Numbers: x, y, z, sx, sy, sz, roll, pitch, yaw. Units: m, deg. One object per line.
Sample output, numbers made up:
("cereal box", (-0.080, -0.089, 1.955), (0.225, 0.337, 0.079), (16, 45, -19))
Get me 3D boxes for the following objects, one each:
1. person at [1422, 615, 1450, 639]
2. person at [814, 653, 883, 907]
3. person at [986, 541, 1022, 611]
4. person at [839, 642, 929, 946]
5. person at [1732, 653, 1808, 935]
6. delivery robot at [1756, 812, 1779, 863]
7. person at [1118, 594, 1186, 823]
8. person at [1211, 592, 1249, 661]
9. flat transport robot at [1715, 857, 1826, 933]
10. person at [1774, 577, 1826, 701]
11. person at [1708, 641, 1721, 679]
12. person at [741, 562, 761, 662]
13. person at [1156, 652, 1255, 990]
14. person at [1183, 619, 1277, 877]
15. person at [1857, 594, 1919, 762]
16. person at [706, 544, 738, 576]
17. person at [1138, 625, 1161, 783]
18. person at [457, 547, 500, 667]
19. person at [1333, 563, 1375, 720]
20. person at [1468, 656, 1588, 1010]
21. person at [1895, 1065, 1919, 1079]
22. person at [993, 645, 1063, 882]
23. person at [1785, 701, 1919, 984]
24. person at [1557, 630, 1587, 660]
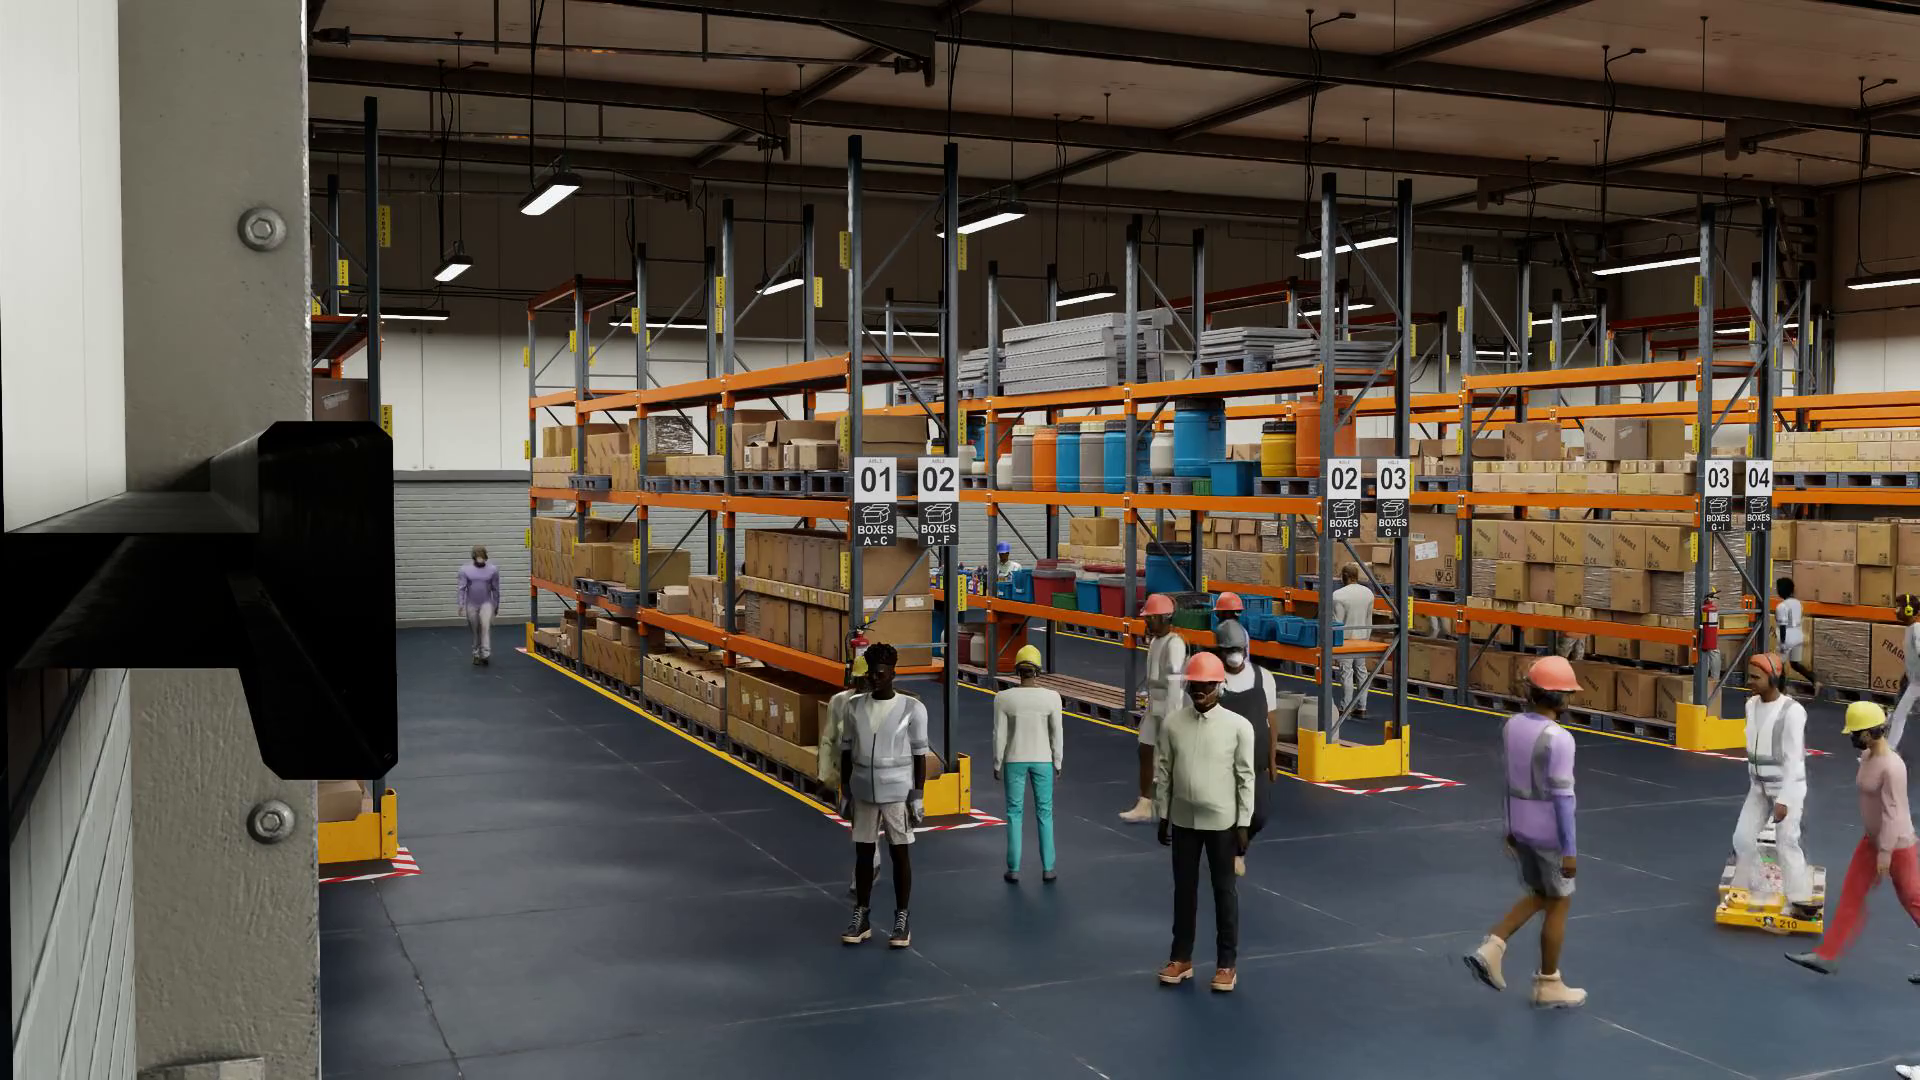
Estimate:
("person", (7.591, 1.019, 28.627), (0.589, 1.915, 0.566), (0, 2, -12))
("person", (-0.700, 1.685, 12.985), (0.594, 1.787, 0.954), (1, 2, 20))
("person", (0.706, 0.993, 28.847), (0.614, 1.945, 0.403), (0, 2, 6))
("person", (-0.508, 1.642, 11.661), (0.603, 1.967, 0.366), (1, 2, 17))
("person", (5.391, 1.683, 11.938), (0.548, 1.864, 0.615), (-1, 2, -13))
("delivery robot", (6.118, 2.241, 13.523), (0.477, 0.478, 0.707), (1, 2, 26))
("person", (1.870, 1.469, 15.695), (0.907, 2.015, 0.618), (-1, 2, -18))
("person", (2.539, 1.456, 16.887), (0.366, 1.935, 0.552), (1, 2, 21))
("flat transport robot", (5.689, 2.465, 12.536), (0.652, 0.197, 1.431), (1, 2, 26))
("person", (11.012, 1.325, 23.642), (0.541, 1.673, 0.700), (-2, 3, -36))
("person", (10.280, 1.155, 24.720), (0.637, 1.938, 0.357), (-1, 3, -29))
("person", (-3.407, 1.157, 28.240), (0.526, 1.670, 0.827), (-2, 3, -37))
("person", (1.454, 1.670, 10.709), (0.619, 1.998, 0.403), (1, 3, 29))
("person", (1.959, 1.576, 12.975), (0.692, 2.000, 0.681), (0, 2, -8))
("person", (9.816, 1.467, 18.370), (0.999, 1.810, 0.522), (1, 3, 29))
("person", (-4.222, 0.965, 31.778), (0.567, 1.783, 1.022), (-1, 2, -19))
("person", (1.922, 1.585, 17.546), (0.490, 1.610, 0.529), (0, 2, -2))
("person", (-7.569, 1.052, 28.186), (0.646, 1.877, 1.047), (-1, 2, -14))
("person", (4.844, 1.251, 22.220), (0.632, 1.940, 0.372), (-1, 3, -30))
("person", (3.292, 1.668, 10.252), (0.589, 2.024, 0.622), (-1, 2, -13))
("person", (5.175, 1.800, 8.714), (1.001, 1.886, 0.600), (2, 3, 38))
("person", (0.509, 1.673, 13.450), (0.531, 1.767, 0.328), (0, 2, -1))
("person", (5.509, 1.807, 10.752), (0.952, 1.696, 0.563), (0, 2, 5))
("person", (8.312, 1.322, 24.264), (0.539, 1.632, 0.314), (-1, 2, -27))
